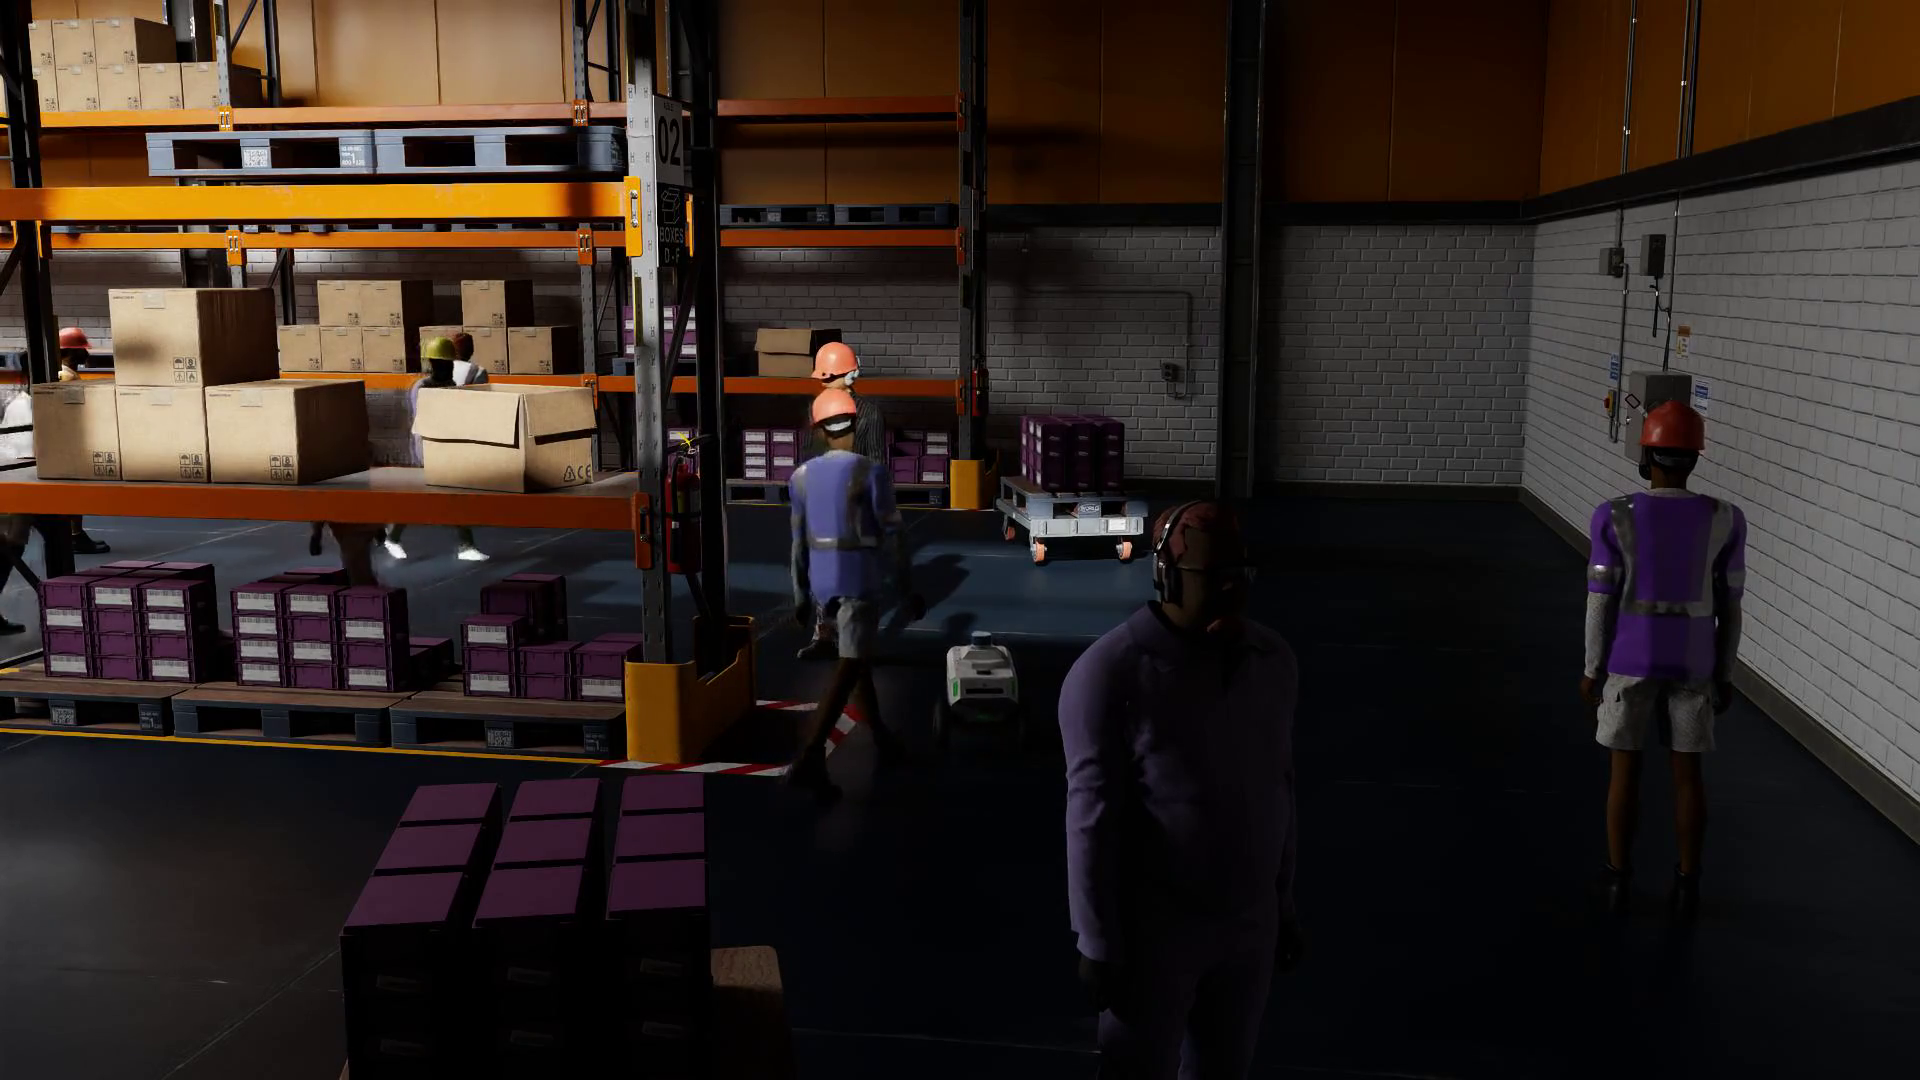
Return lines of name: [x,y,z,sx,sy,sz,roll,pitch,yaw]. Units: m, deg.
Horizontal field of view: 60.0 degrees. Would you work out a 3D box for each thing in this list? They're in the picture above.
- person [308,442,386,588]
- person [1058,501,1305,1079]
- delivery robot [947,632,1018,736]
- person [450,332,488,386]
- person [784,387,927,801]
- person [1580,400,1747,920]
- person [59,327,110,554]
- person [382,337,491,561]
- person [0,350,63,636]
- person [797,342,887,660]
person: [-3.865,-0.052,10.349,0.798,1.602,0.541,2,9,14]
person: [0.537,0.856,3.789,0.641,1.908,0.407,-6,11,-32]
delivery robot: [0.109,0.716,8.539,0.477,0.478,0.707,-1,9,-2]
person: [-4.808,-1.086,16.056,0.590,1.838,0.983,3,10,17]
person: [-0.564,0.232,7.784,0.617,1.871,0.977,6,11,34]
person: [2.608,0.448,6.223,0.550,1.935,0.376,2,9,12]
person: [-7.554,-0.847,14.257,0.356,1.937,0.552,-6,11,-31]
person: [-4.439,-0.751,13.857,0.927,1.889,0.605,3,10,18]
person: [-6.146,-0.320,11.050,0.941,1.906,0.633,-3,10,-21]
person: [-0.739,-0.219,10.215,0.611,1.985,0.393,6,11,31]
